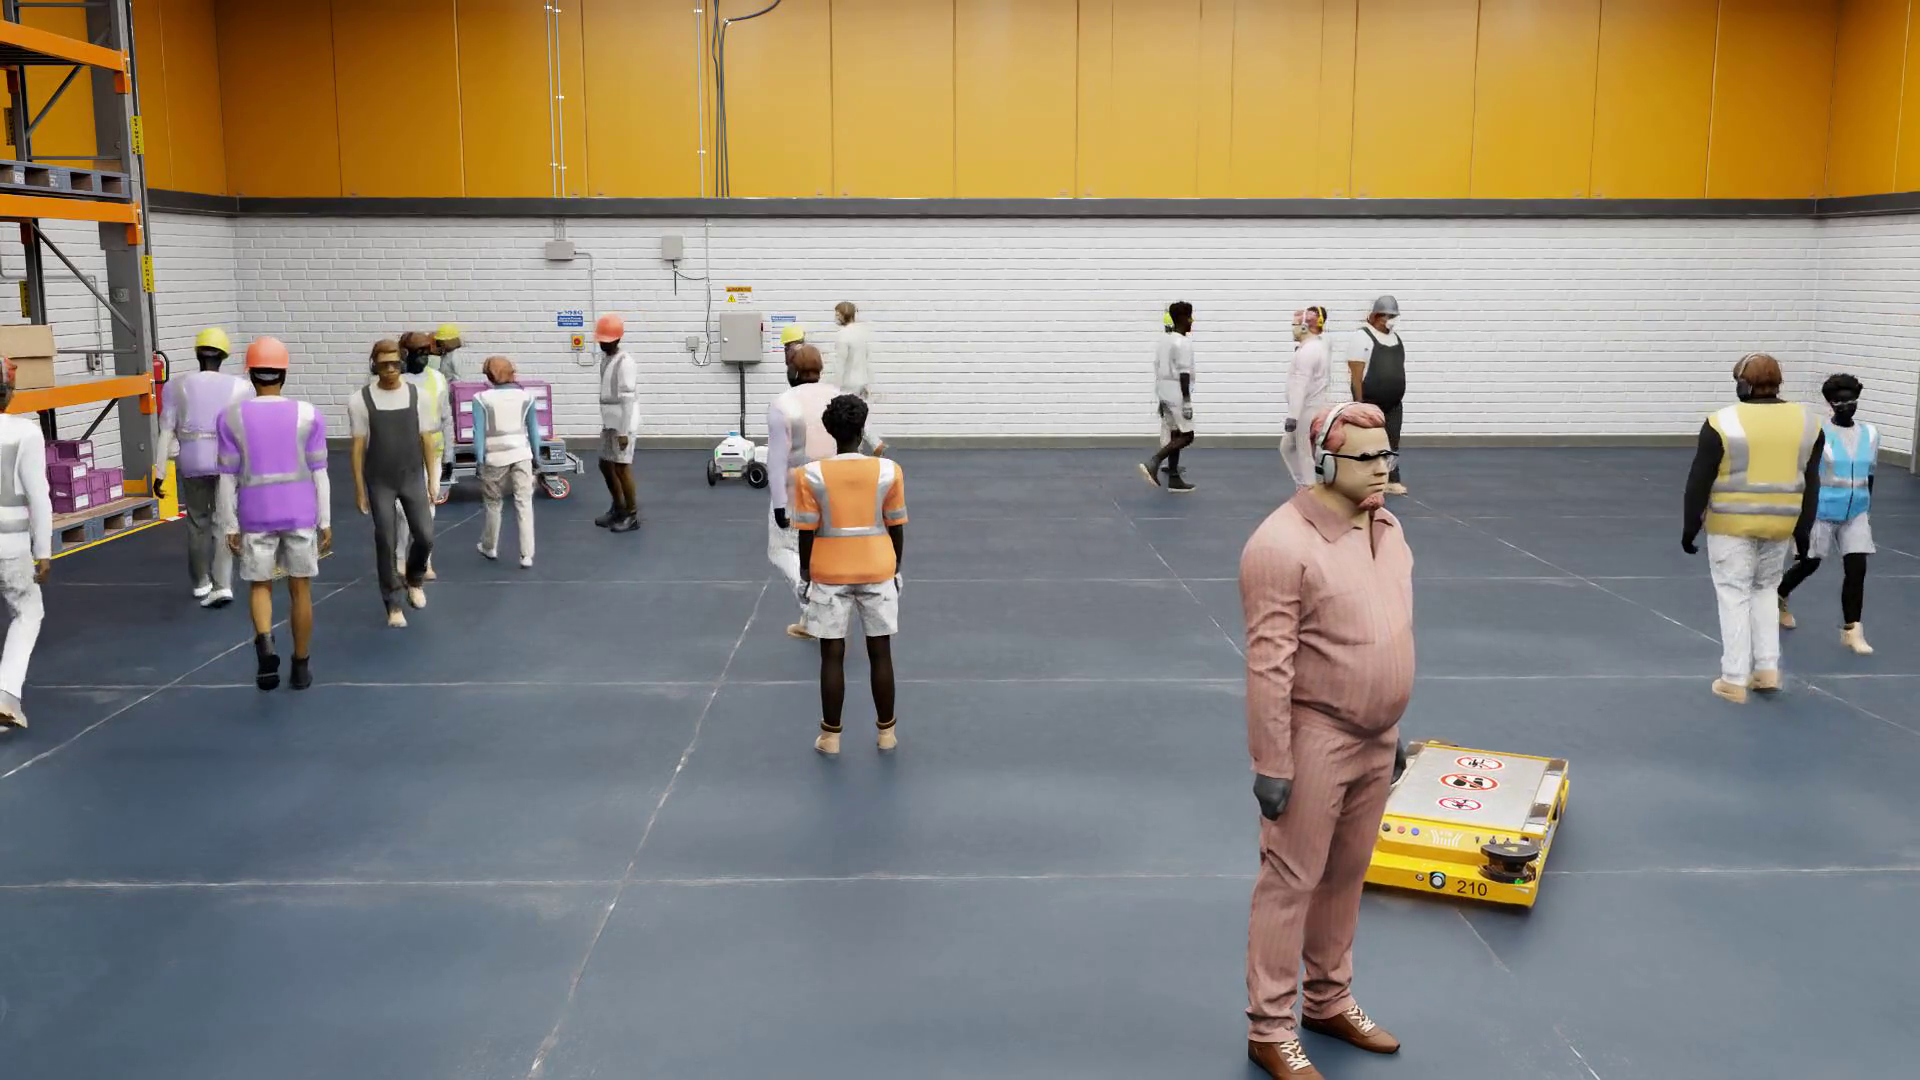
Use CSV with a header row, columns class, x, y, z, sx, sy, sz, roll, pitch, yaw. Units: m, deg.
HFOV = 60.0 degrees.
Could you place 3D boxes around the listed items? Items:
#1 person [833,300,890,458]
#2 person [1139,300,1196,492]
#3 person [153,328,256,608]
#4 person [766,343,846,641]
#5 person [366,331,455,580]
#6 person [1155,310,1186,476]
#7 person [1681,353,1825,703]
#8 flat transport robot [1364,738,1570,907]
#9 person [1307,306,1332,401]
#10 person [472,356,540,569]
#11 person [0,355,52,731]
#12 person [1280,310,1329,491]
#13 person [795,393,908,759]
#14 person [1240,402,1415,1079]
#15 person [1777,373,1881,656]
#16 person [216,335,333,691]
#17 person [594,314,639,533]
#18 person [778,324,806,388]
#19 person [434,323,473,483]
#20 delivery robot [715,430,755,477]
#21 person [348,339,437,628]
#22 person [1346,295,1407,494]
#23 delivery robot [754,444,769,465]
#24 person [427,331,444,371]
class,x,y,z,sx,sy,sz,roll,pitch,yaw
person,-1.146,-1.717,18.599,0.692,1.923,0.654,3,10,18
person,2.117,-1.434,16.753,0.562,1.953,0.612,-2,10,-14
person,-5.090,-0.488,11.242,0.665,1.872,0.839,-4,10,-23
person,-0.899,-0.269,10.011,0.632,1.827,0.517,-8,12,-40
person,-3.966,-0.604,12.079,0.640,1.822,0.445,-8,13,-42
person,2.351,-1.629,18.320,0.404,1.837,0.596,2,9,9
person,4.124,-0.064,8.745,0.645,1.827,0.509,0,9,-1
flat transport robot,2.001,1.070,6.561,0.652,0.197,1.431,4,10,24
person,4.055,-1.714,18.788,0.477,1.857,0.549,-1,9,-5
person,-3.494,-0.603,12.741,0.551,1.593,0.828,-6,11,-33
person,-4.670,0.037,7.985,0.616,1.872,0.431,-2,9,-12
person,3.167,-1.181,15.427,0.521,1.889,0.647,3,10,16
person,-0.504,0.172,7.713,0.530,1.695,0.321,-2,9,-12
person,1.058,0.565,4.658,0.652,1.906,0.402,-9,13,-42
person,5.212,-0.186,10.022,0.540,1.665,0.784,-1,9,-5
person,-3.622,-0.117,8.823,0.551,1.922,0.573,-3,10,-20
person,-2.969,-0.991,14.252,0.469,1.888,0.646,-7,12,-39
person,-1.507,-1.172,15.805,0.434,1.732,0.545,-2,9,-9
person,-5.290,-1.438,17.540,0.624,1.715,0.497,-6,11,-31
delivery robot,-2.378,-0.918,17.597,0.477,0.478,0.707,0,9,1
person,-3.594,-0.361,10.559,0.508,1.833,0.460,-5,10,-27
person,4.205,-1.497,16.893,0.686,2.000,0.827,-4,10,-24
delivery robot,-1.773,-0.855,17.213,0.707,0.478,0.477,5,10,27
person,-5.596,-1.409,17.676,0.534,1.609,0.359,8,12,39
